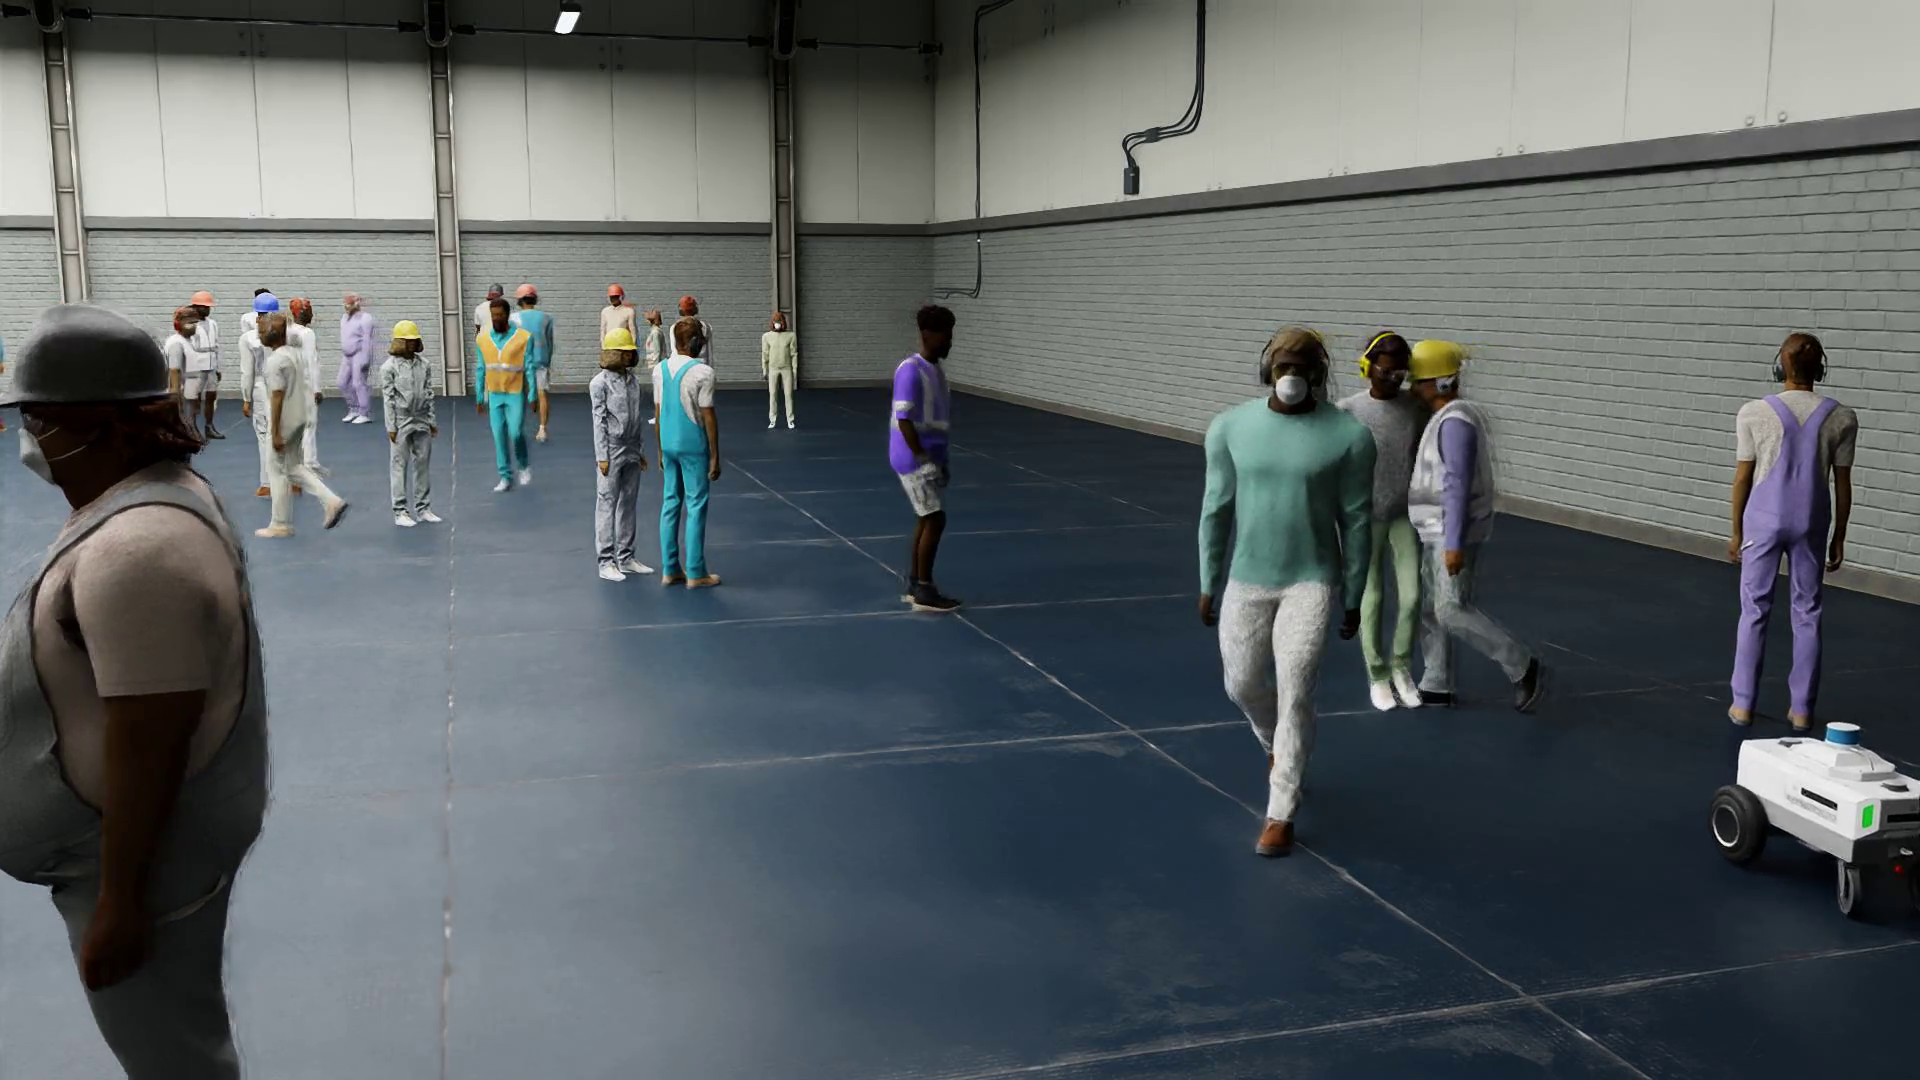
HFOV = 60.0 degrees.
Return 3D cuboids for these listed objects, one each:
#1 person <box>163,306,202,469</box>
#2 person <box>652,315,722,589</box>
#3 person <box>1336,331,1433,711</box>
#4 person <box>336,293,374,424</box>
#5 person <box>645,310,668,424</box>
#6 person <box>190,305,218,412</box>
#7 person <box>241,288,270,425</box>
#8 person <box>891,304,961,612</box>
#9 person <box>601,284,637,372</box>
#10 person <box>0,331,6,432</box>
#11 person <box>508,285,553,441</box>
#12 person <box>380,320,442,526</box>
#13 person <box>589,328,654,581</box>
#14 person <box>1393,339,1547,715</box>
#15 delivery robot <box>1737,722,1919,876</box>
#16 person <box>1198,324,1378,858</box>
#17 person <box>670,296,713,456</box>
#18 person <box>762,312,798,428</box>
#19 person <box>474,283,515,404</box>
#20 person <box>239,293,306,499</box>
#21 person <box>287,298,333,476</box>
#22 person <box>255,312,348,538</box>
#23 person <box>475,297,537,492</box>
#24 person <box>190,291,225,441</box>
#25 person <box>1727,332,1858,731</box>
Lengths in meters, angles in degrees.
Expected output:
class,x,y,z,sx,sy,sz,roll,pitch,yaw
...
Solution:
class,x,y,z,sx,sy,sz,roll,pitch,yaw
person,-7.427,-1.314,15.895,0.414,1.827,0.700,-3,9,-17
person,-1.831,-0.582,11.181,0.511,1.837,0.353,5,10,29
person,2.039,-0.077,7.942,0.569,1.833,0.477,0,9,-2
person,-8.698,-2.601,23.901,0.665,1.881,0.480,6,11,34
person,-4.364,-2.485,23.948,0.313,1.637,0.513,-1,9,-8
person,-11.909,-2.845,26.079,0.529,1.689,0.321,-1,9,-3
person,-9.883,-2.596,23.646,0.593,1.958,0.370,-4,10,-25
person,-0.219,-0.495,10.358,0.486,1.920,0.656,3,9,18
person,-5.457,-3.073,26.555,0.613,1.995,0.391,3,9,17
person,-13.328,-2.448,22.578,0.623,1.989,0.400,-4,10,-22
person,-5.583,-2.296,21.586,0.615,1.991,1.024,-4,10,-26
person,-4.633,-0.981,14.042,0.313,1.736,0.486,6,11,34
person,-2.353,-0.599,11.575,0.294,1.744,0.486,5,10,27
person,2.414,-0.051,7.888,0.694,1.797,0.618,2,9,10
delivery robot,3.004,0.869,5.689,0.477,0.478,0.707,-2,9,-10
person,1.218,0.154,6.199,0.635,1.919,0.790,4,10,22
person,-3.135,-1.900,19.432,0.574,1.881,0.358,-8,12,-43
person,-2.507,-2.360,23.195,0.499,1.627,0.279,0,9,-2
person,-7.728,-3.294,27.822,0.683,2.000,0.537,0,9,1
person,-6.510,-1.361,15.780,0.384,1.951,0.605,9,12,44
person,-6.929,-1.607,17.558,0.586,1.882,0.340,7,11,36
person,-5.339,-0.906,13.295,0.632,1.821,0.552,0,9,2
person,-4.455,-1.419,16.301,0.613,1.899,0.448,1,9,8
person,-9.726,-2.228,21.400,0.392,1.929,0.543,3,10,20
person,3.827,-0.033,7.687,0.502,1.839,0.344,3,9,16
